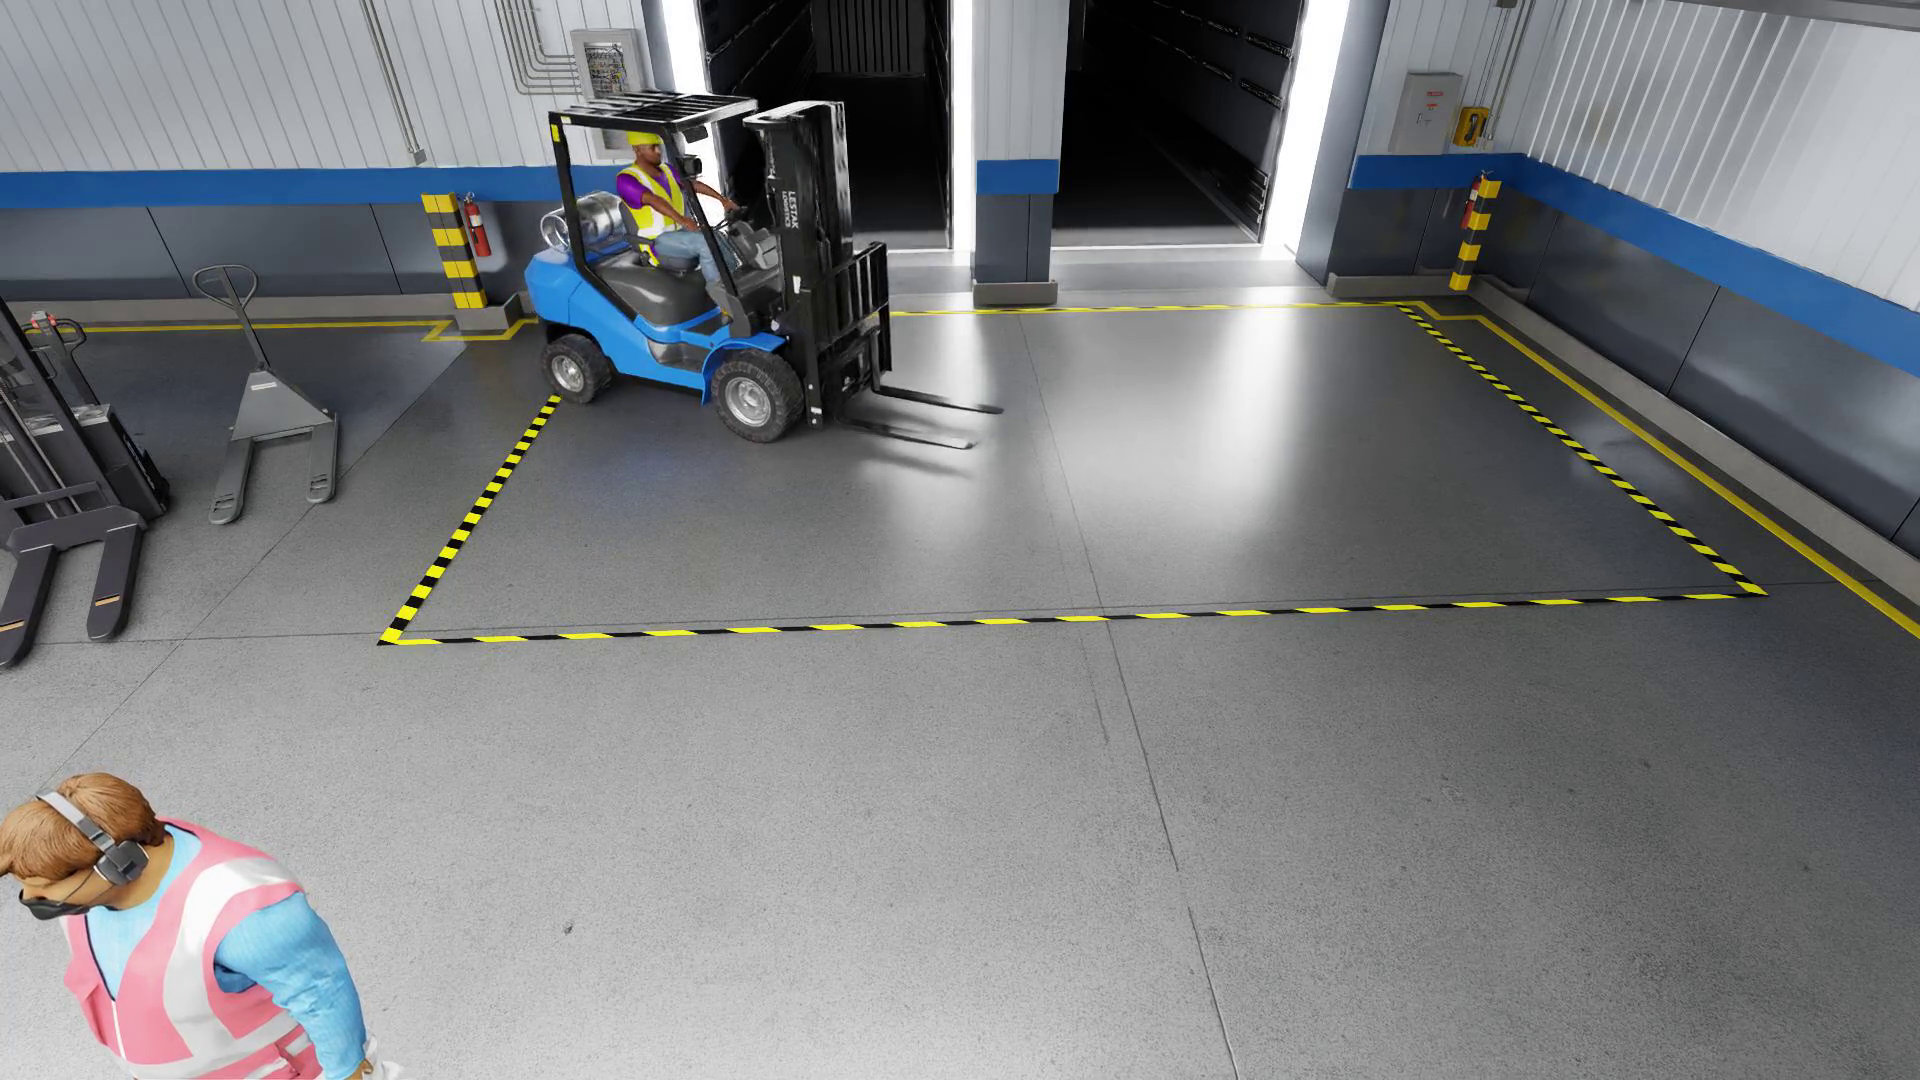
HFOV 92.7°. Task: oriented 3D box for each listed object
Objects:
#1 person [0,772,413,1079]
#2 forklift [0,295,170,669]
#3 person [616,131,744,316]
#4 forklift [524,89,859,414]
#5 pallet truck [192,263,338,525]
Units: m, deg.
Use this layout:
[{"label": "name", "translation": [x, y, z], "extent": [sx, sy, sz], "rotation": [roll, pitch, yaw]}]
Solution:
[{"label": "person", "translation": [-1.780, 1.251, 2.328], "extent": [0.633, 1.841, 0.429], "rotation": [11, 36, 15]}, {"label": "forklift", "translation": [-5.212, -0.618, 4.878], "extent": [0.823, 1.965, 1.885], "rotation": [-20, 39, -26]}, {"label": "person", "translation": [-1.940, -2.317, 6.681], "extent": [1.004, 1.294, 0.635], "rotation": [14, 37, 19]}, {"label": "forklift", "translation": [-1.992, -2.181, 6.813], "extent": [2.680, 2.036, 1.157], "rotation": [14, 37, 19]}, {"label": "pallet truck", "translation": [-4.778, -1.027, 6.128], "extent": [0.680, 1.201, 1.601], "rotation": [-17, 38, -23]}]
